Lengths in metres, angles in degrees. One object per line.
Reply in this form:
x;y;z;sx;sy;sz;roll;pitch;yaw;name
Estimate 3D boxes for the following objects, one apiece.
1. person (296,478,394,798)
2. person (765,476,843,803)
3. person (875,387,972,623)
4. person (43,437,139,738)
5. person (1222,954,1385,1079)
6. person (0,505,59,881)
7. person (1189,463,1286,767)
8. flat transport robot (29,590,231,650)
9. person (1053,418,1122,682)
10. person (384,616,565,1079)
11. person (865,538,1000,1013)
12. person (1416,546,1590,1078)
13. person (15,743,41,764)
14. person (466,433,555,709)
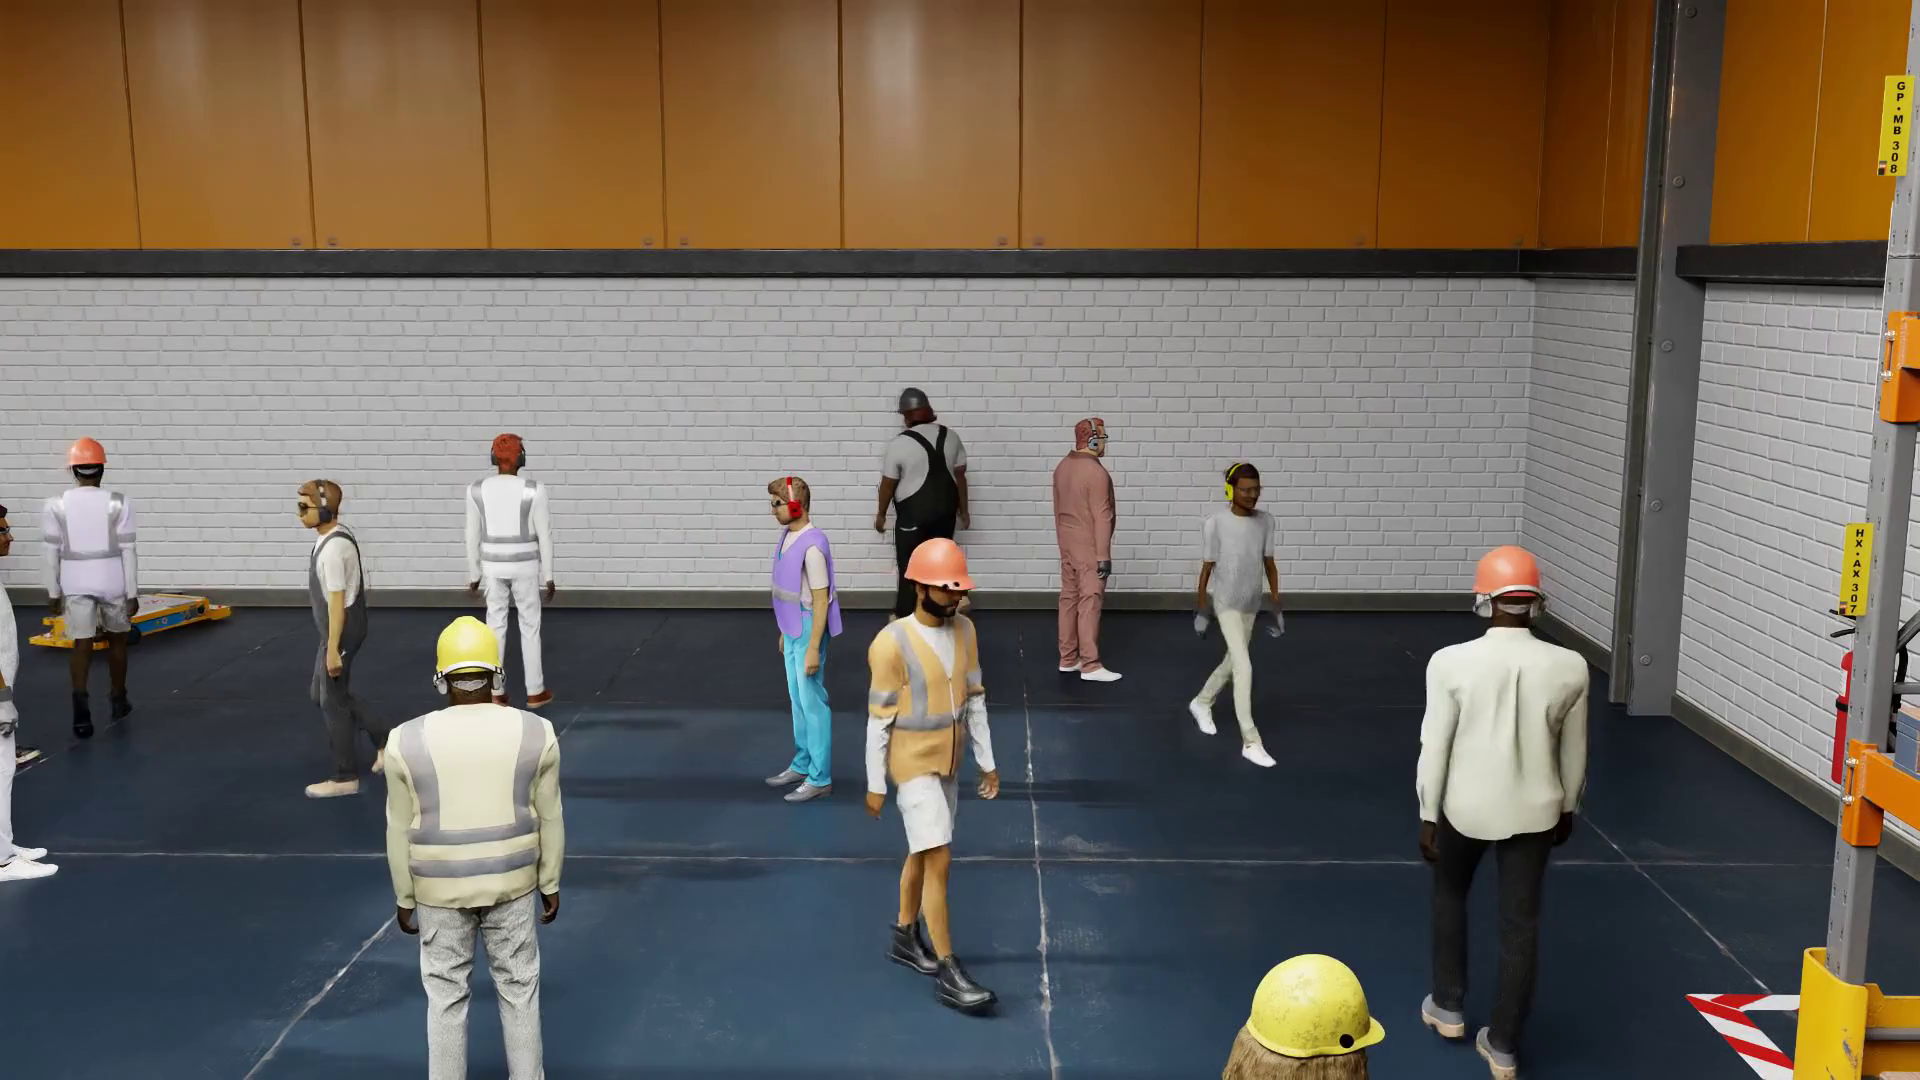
-3.474;0.548;9.424;0.490;1.827;0.536;-3;10;-20;person
-0.873;0.551;9.380;0.397;1.837;0.564;-4;10;-20;person
-0.298;-0.253;13.586;0.729;2.000;0.826;-7;12;-35;person
-5.595;0.297;10.731;0.555;1.906;0.893;-3;10;-18;person
0.632;1.629;3.202;0.323;1.742;0.492;-5;10;-25;person
-4.720;0.738;8.166;0.328;1.872;0.513;-7;12;-36;person
1.697;0.404;10.319;0.519;1.826;0.974;-5;11;-27;person
-6.728;0.639;13.536;0.652;0.197;1.431;3;10;20;flat transport robot
0.932;0.065;12.082;0.399;1.909;0.643;-4;10;-25;person
-1.660;1.169;5.740;0.585;1.824;0.405;-4;10;-21;person
-0.032;0.944;6.818;0.814;1.907;0.568;8;12;39;person
2.033;0.989;6.327;0.638;1.970;0.707;1;10;6;person
-5.889;0.464;9.655;0.917;1.909;0.620;0;9;0;person
-3.027;0.216;11.252;0.583;1.883;0.342;0;9;3;person
